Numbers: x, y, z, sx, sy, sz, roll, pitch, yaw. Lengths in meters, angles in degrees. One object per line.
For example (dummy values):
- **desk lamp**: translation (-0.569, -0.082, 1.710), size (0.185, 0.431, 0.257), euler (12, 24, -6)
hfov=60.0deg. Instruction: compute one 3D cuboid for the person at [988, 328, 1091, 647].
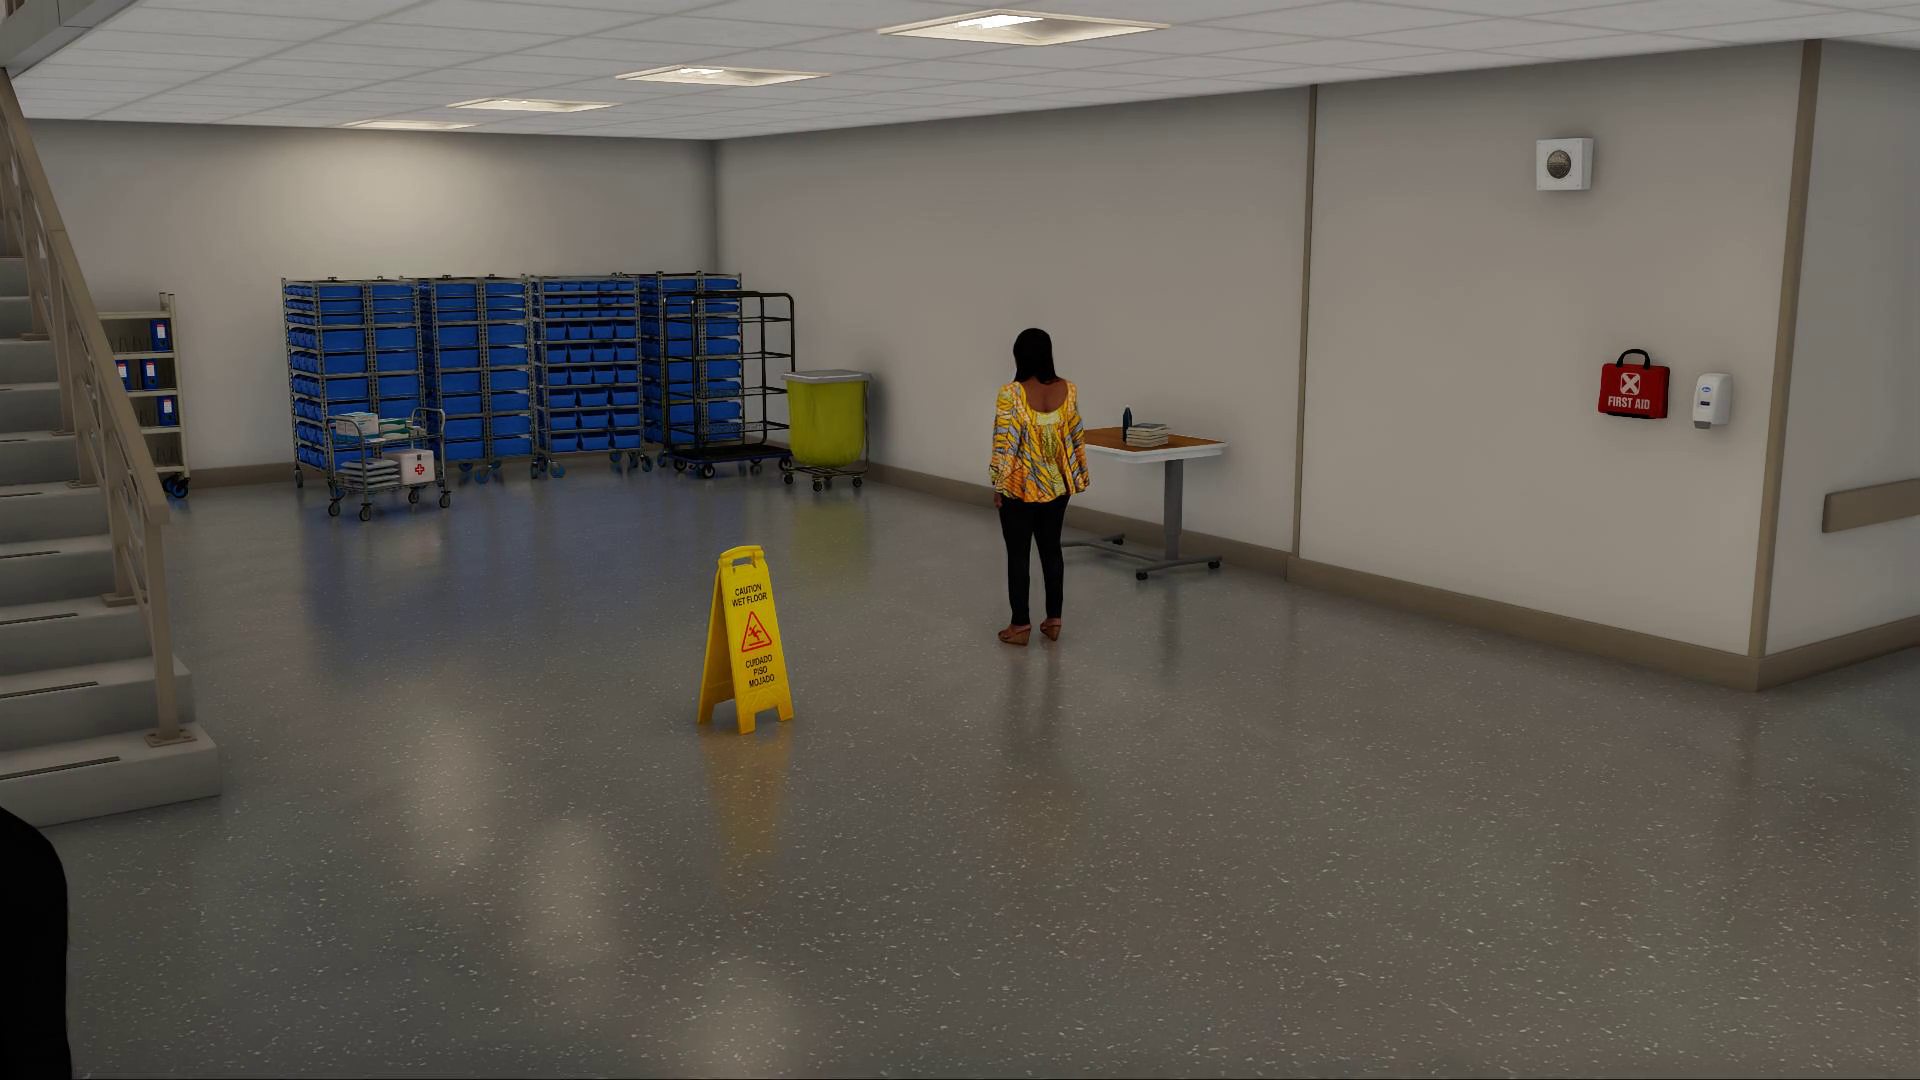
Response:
- **person**: translation (0.385, -0.279, 8.705), size (0.717, 1.655, 0.748), euler (-6, 12, -30)
